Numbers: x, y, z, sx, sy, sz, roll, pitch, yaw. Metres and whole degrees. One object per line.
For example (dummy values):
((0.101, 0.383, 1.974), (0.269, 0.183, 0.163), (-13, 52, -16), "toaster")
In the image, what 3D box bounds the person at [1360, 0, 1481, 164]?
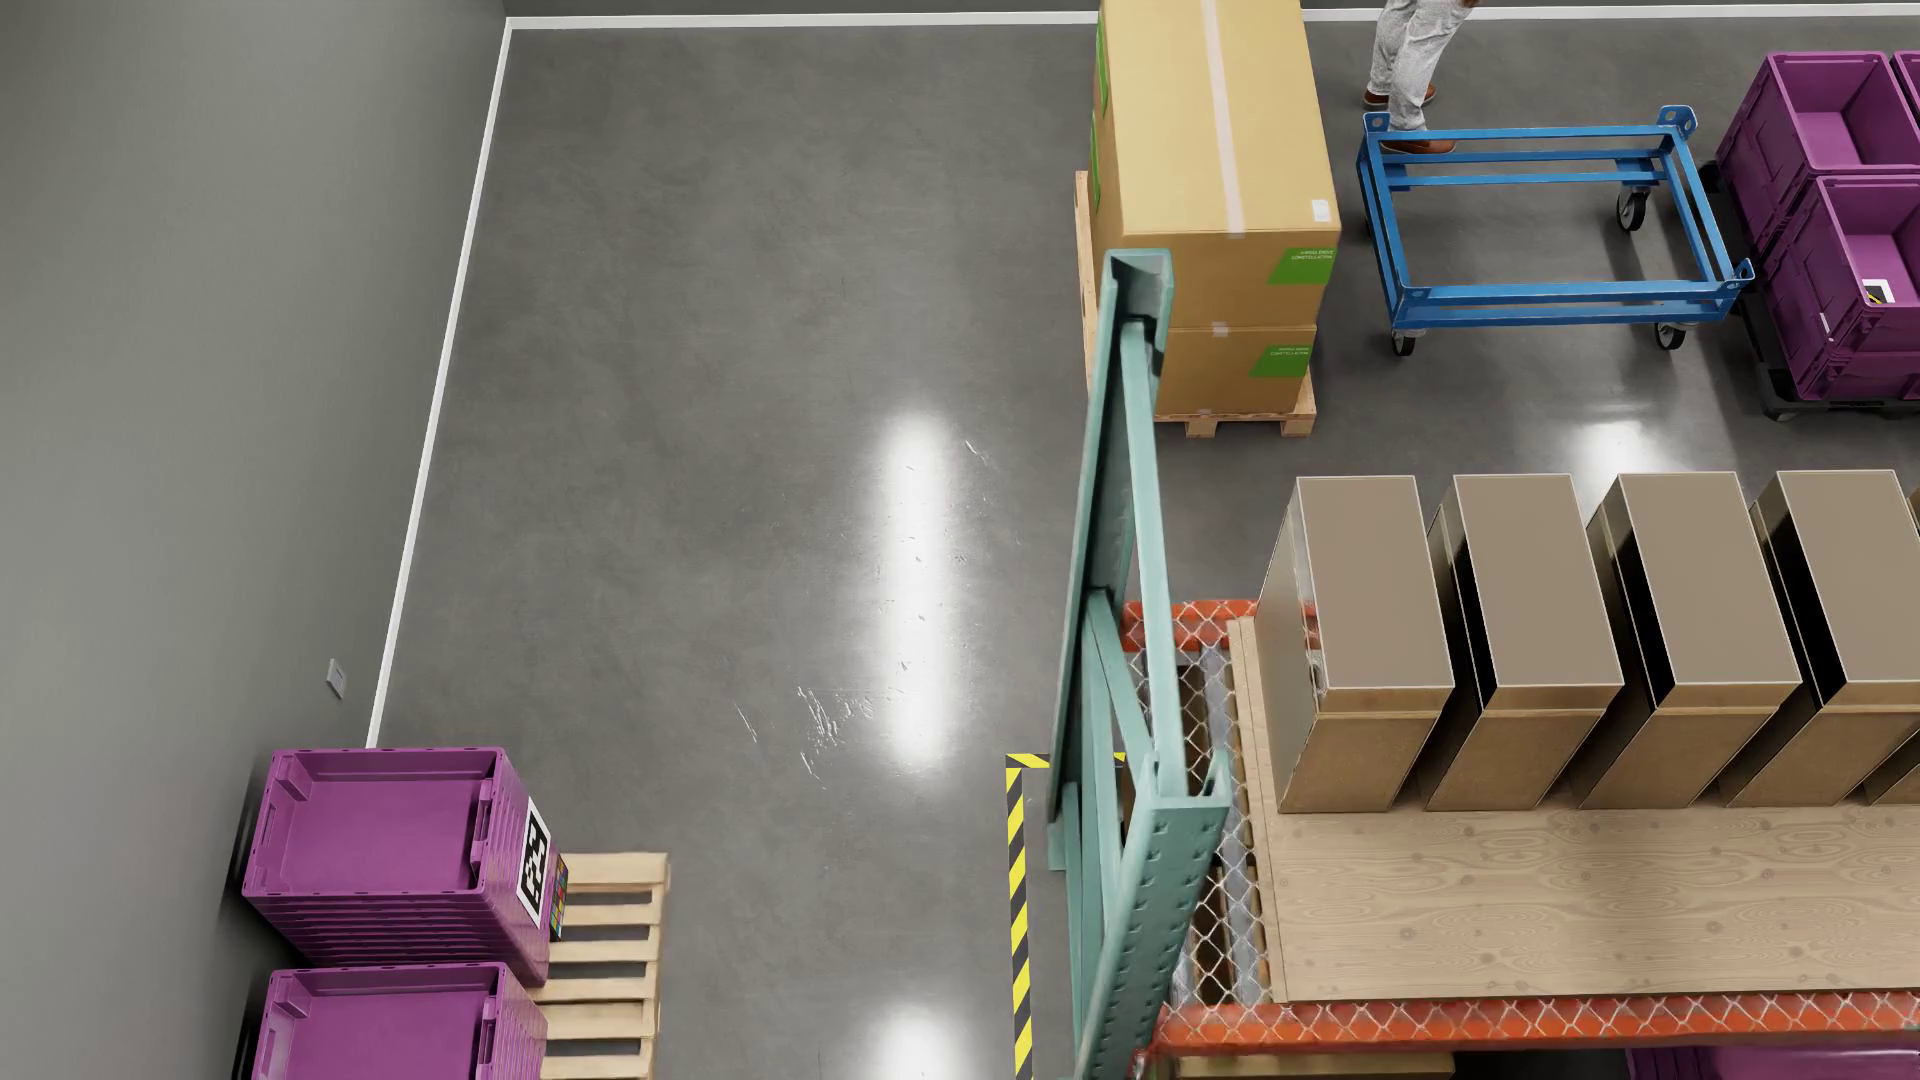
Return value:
((1.821, -2.246, 6.080), (0.371, 1.940, 0.627), (-2, 58, -1), "person")
